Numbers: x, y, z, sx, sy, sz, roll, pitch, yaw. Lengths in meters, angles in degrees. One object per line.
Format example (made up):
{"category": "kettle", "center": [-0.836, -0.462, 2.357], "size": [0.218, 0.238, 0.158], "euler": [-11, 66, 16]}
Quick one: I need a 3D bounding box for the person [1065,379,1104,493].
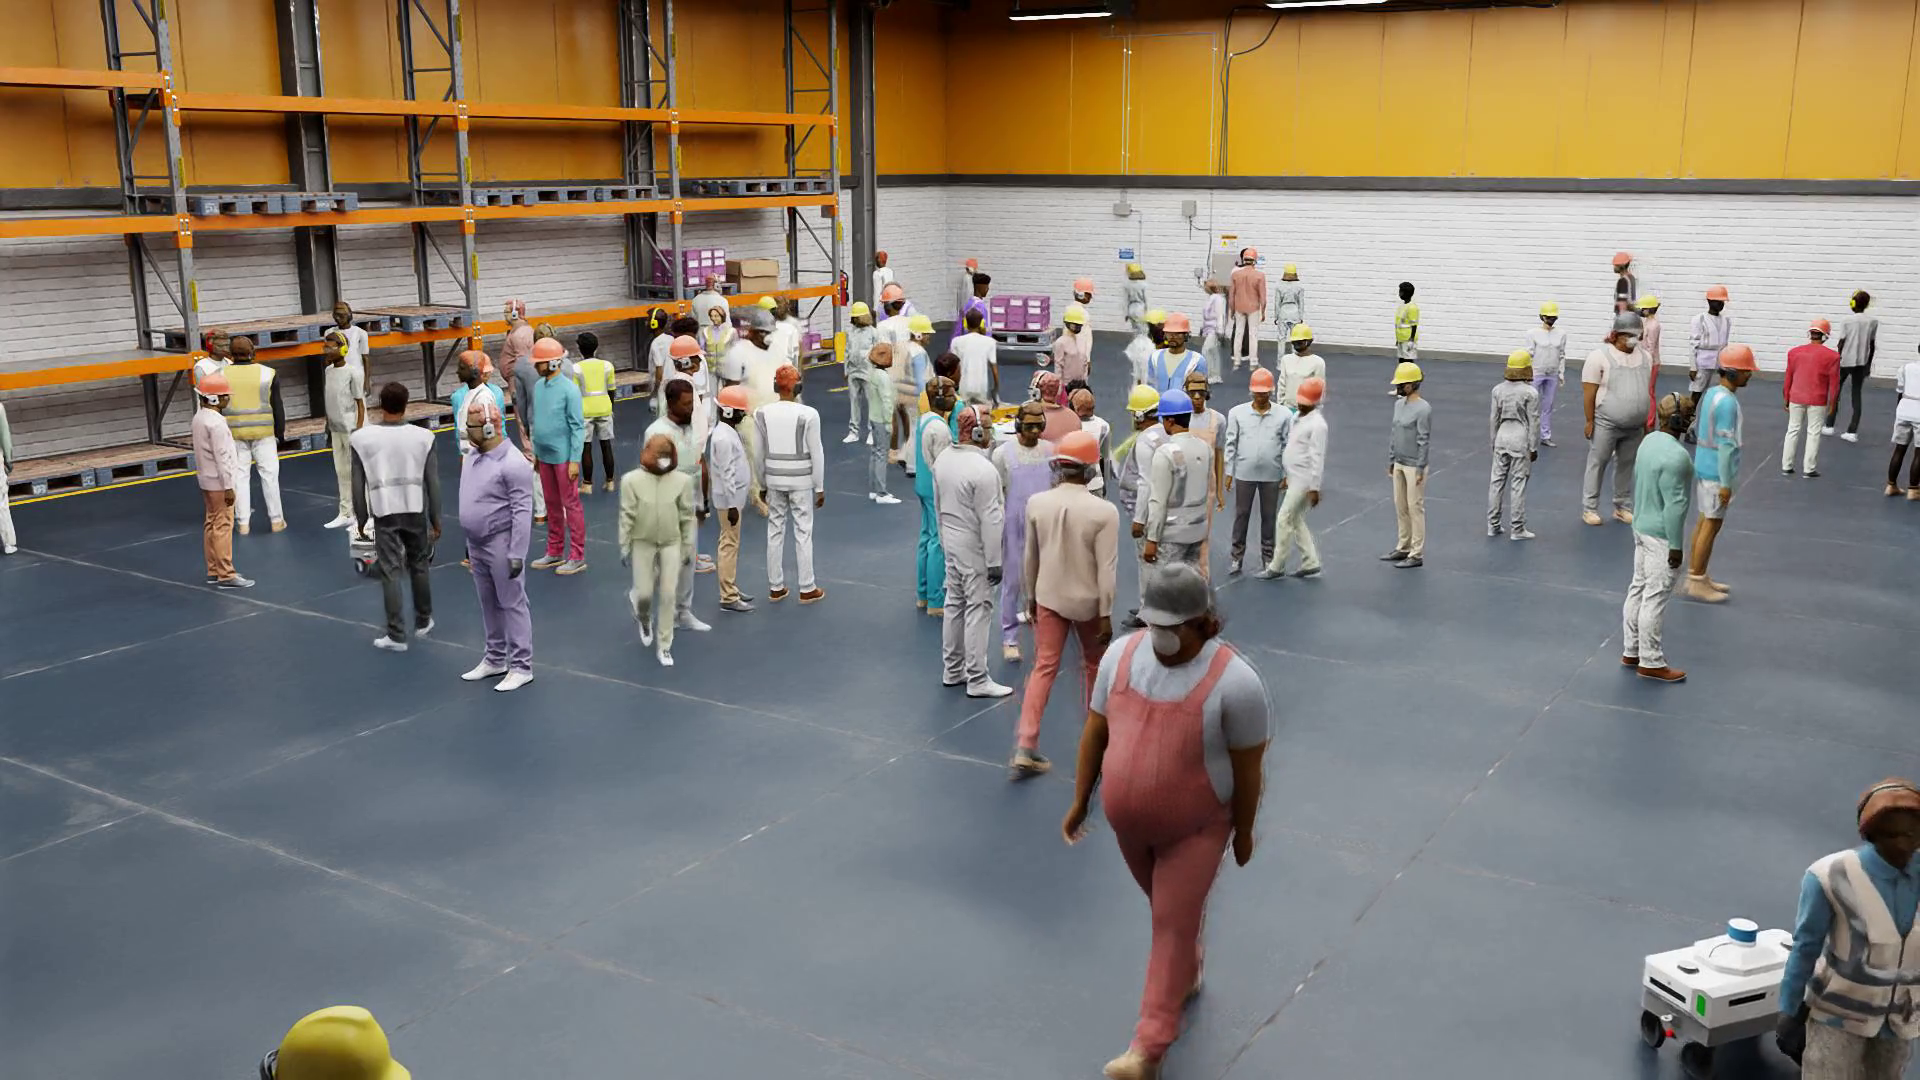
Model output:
{"category": "person", "center": [0.951, -0.477, 13.626], "size": [0.533, 1.698, 0.318], "euler": [6, 14, 24]}

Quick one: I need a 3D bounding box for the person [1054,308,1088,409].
{"category": "person", "center": [1.296, -1.805, 19.263], "size": [0.518, 1.756, 0.353], "euler": [-12, 18, -43]}

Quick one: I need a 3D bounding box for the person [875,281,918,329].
{"category": "person", "center": [-0.877, -2.600, 22.566], "size": [0.638, 1.848, 0.451], "euler": [8, 15, 30]}

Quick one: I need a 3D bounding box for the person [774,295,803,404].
{"category": "person", "center": [-2.198, -2.161, 20.769], "size": [0.532, 1.794, 0.993], "euler": [2, 13, 7]}

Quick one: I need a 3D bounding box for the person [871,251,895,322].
{"category": "person", "center": [-1.315, -3.991, 28.462], "size": [0.337, 1.882, 0.584], "euler": [8, 15, 30]}

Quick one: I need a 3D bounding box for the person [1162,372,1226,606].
{"category": "person", "center": [1.805, -0.388, 12.917], "size": [0.505, 1.846, 0.346], "euler": [-1, 13, -4]}

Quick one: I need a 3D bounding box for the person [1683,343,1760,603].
{"category": "person", "center": [6.008, -0.534, 13.119], "size": [0.390, 2.040, 0.615], "euler": [3, 13, 13]}

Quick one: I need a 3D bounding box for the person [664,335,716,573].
{"category": "person", "center": [-2.296, -0.727, 14.054], "size": [0.374, 1.997, 0.608], "euler": [-3, 13, -12]}

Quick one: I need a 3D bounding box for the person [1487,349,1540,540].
{"category": "person", "center": [5.088, -0.877, 15.258], "size": [0.290, 1.746, 0.486], "euler": [-11, 17, -39]}

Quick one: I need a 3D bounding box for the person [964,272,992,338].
{"category": "person", "center": [0.247, -2.580, 22.170], "size": [0.368, 1.961, 0.603], "euler": [-4, 14, -19]}

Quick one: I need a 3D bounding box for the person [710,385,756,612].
{"category": "person", "center": [-1.752, -0.324, 12.852], "size": [0.331, 1.746, 0.562], "euler": [-2, 13, -7]}

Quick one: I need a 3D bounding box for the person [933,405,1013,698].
{"category": "person", "center": [0.095, 0.070, 10.798], "size": [0.409, 1.906, 0.652], "euler": [-8, 15, -30]}

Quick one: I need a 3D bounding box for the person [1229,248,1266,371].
{"category": "person", "center": [4.736, -3.785, 27.326], "size": [0.625, 1.990, 0.395], "euler": [7, 15, 29]}

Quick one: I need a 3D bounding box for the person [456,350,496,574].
{"category": "person", "center": [-4.048, -0.656, 13.999], "size": [0.353, 1.883, 0.578], "euler": [-7, 15, -26]}

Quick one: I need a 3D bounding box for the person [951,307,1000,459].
{"category": "person", "center": [0.141, -1.620, 18.266], "size": [0.565, 1.848, 0.467], "euler": [-1, 13, -4]}

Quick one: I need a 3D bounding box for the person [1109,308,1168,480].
{"category": "person", "center": [1.938, -1.504, 17.641], "size": [0.667, 1.899, 0.594], "euler": [-3, 13, -11]}

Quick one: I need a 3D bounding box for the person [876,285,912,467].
{"category": "person", "center": [-0.757, -1.856, 18.850], "size": [0.376, 2.041, 0.615], "euler": [10, 16, 36]}

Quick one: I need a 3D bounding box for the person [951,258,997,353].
{"category": "person", "center": [0.227, -4.090, 29.256], "size": [0.872, 1.704, 0.582], "euler": [-4, 14, -16]}

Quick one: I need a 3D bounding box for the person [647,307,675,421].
{"category": "person", "center": [-3.246, -1.588, 18.067], "size": [0.327, 1.874, 0.518], "euler": [3, 13, 11]}

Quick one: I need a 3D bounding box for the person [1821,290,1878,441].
{"category": "person", "center": [11.043, -2.184, 20.698], "size": [0.567, 1.841, 0.818], "euler": [0, 13, 0]}

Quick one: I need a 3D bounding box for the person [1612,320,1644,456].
{"category": "person", "center": [7.752, -1.752, 19.297], "size": [0.280, 1.633, 0.502], "euler": [-1, 13, -3]}

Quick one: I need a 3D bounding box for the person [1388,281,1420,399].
{"category": "person", "center": [6.475, -2.900, 24.149], "size": [0.322, 1.692, 0.533], "euler": [-2, 13, -7]}

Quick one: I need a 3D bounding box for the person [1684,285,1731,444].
{"category": "person", "center": [9.140, -2.136, 20.288], "size": [0.545, 1.942, 0.349], "euler": [-4, 14, -17]}

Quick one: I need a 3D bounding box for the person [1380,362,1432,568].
{"category": "person", "center": [3.819, -0.644, 14.230], "size": [0.344, 1.756, 0.532], "euler": [-4, 13, -15]}

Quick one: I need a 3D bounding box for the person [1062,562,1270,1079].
{"category": "person", "center": [0.775, 1.013, 6.412], "size": [0.701, 2.000, 1.036], "euler": [11, 17, 39]}

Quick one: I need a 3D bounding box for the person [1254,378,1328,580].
{"category": "person", "center": [2.747, -0.499, 13.698], "size": [0.538, 1.704, 0.612], "euler": [0, 13, 2]}

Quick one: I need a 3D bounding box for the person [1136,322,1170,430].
{"category": "person", "center": [1.973, -1.251, 16.646], "size": [0.523, 1.858, 0.338], "euler": [11, 17, 41]}

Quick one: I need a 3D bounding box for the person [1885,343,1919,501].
{"category": "person", "center": [9.763, -1.235, 16.943], "size": [0.320, 1.686, 0.538], "euler": [-5, 14, -22]}

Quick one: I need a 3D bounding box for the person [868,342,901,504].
{"category": "person", "center": [-0.782, -1.187, 16.846], "size": [0.278, 1.633, 0.507], "euler": [-4, 14, -17]}

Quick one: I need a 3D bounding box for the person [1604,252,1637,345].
{"category": "person", "center": [10.279, -3.465, 25.890], "size": [0.584, 2.018, 0.645], "euler": [10, 16, 37]}

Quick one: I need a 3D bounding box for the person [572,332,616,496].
{"category": "person", "center": [-3.806, -1.304, 17.213], "size": [0.534, 1.698, 0.318], "euler": [-10, 16, -36]}

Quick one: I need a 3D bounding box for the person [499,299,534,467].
{"category": "person", "center": [-4.937, -1.733, 18.617], "size": [0.408, 1.909, 0.642], "euler": [-2, 13, -10]}

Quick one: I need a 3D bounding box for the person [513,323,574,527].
{"category": "person", "center": [-3.881, -1.082, 15.722], "size": [0.630, 1.940, 0.372], "euler": [4, 13, 15]}

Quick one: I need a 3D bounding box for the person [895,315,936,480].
{"category": "person", "center": [-0.458, -1.521, 17.911], "size": [0.425, 1.810, 0.605], "euler": [-4, 14, -18]}

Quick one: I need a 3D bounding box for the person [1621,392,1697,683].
{"category": "person", "center": [4.696, -0.025, 11.140], "size": [0.372, 1.940, 0.627], "euler": [1, 13, 2]}

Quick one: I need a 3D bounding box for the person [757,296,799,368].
{"category": "person", "center": [-2.183, -1.906, 19.492], "size": [0.619, 1.855, 0.852], "euler": [-3, 13, -14]}

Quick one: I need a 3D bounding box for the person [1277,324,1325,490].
{"category": "person", "center": [3.535, -1.369, 17.347], "size": [0.534, 1.767, 0.314], "euler": [11, 17, 39]}

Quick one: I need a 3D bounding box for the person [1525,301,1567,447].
{"category": "person", "center": [7.037, -1.986, 20.024], "size": [0.527, 1.768, 0.313], "euler": [-2, 13, -9]}

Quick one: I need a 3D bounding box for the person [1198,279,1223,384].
{"category": "person", "center": [3.789, -3.185, 25.525], "size": [0.606, 1.618, 0.546], "euler": [-3, 13, -11]}
